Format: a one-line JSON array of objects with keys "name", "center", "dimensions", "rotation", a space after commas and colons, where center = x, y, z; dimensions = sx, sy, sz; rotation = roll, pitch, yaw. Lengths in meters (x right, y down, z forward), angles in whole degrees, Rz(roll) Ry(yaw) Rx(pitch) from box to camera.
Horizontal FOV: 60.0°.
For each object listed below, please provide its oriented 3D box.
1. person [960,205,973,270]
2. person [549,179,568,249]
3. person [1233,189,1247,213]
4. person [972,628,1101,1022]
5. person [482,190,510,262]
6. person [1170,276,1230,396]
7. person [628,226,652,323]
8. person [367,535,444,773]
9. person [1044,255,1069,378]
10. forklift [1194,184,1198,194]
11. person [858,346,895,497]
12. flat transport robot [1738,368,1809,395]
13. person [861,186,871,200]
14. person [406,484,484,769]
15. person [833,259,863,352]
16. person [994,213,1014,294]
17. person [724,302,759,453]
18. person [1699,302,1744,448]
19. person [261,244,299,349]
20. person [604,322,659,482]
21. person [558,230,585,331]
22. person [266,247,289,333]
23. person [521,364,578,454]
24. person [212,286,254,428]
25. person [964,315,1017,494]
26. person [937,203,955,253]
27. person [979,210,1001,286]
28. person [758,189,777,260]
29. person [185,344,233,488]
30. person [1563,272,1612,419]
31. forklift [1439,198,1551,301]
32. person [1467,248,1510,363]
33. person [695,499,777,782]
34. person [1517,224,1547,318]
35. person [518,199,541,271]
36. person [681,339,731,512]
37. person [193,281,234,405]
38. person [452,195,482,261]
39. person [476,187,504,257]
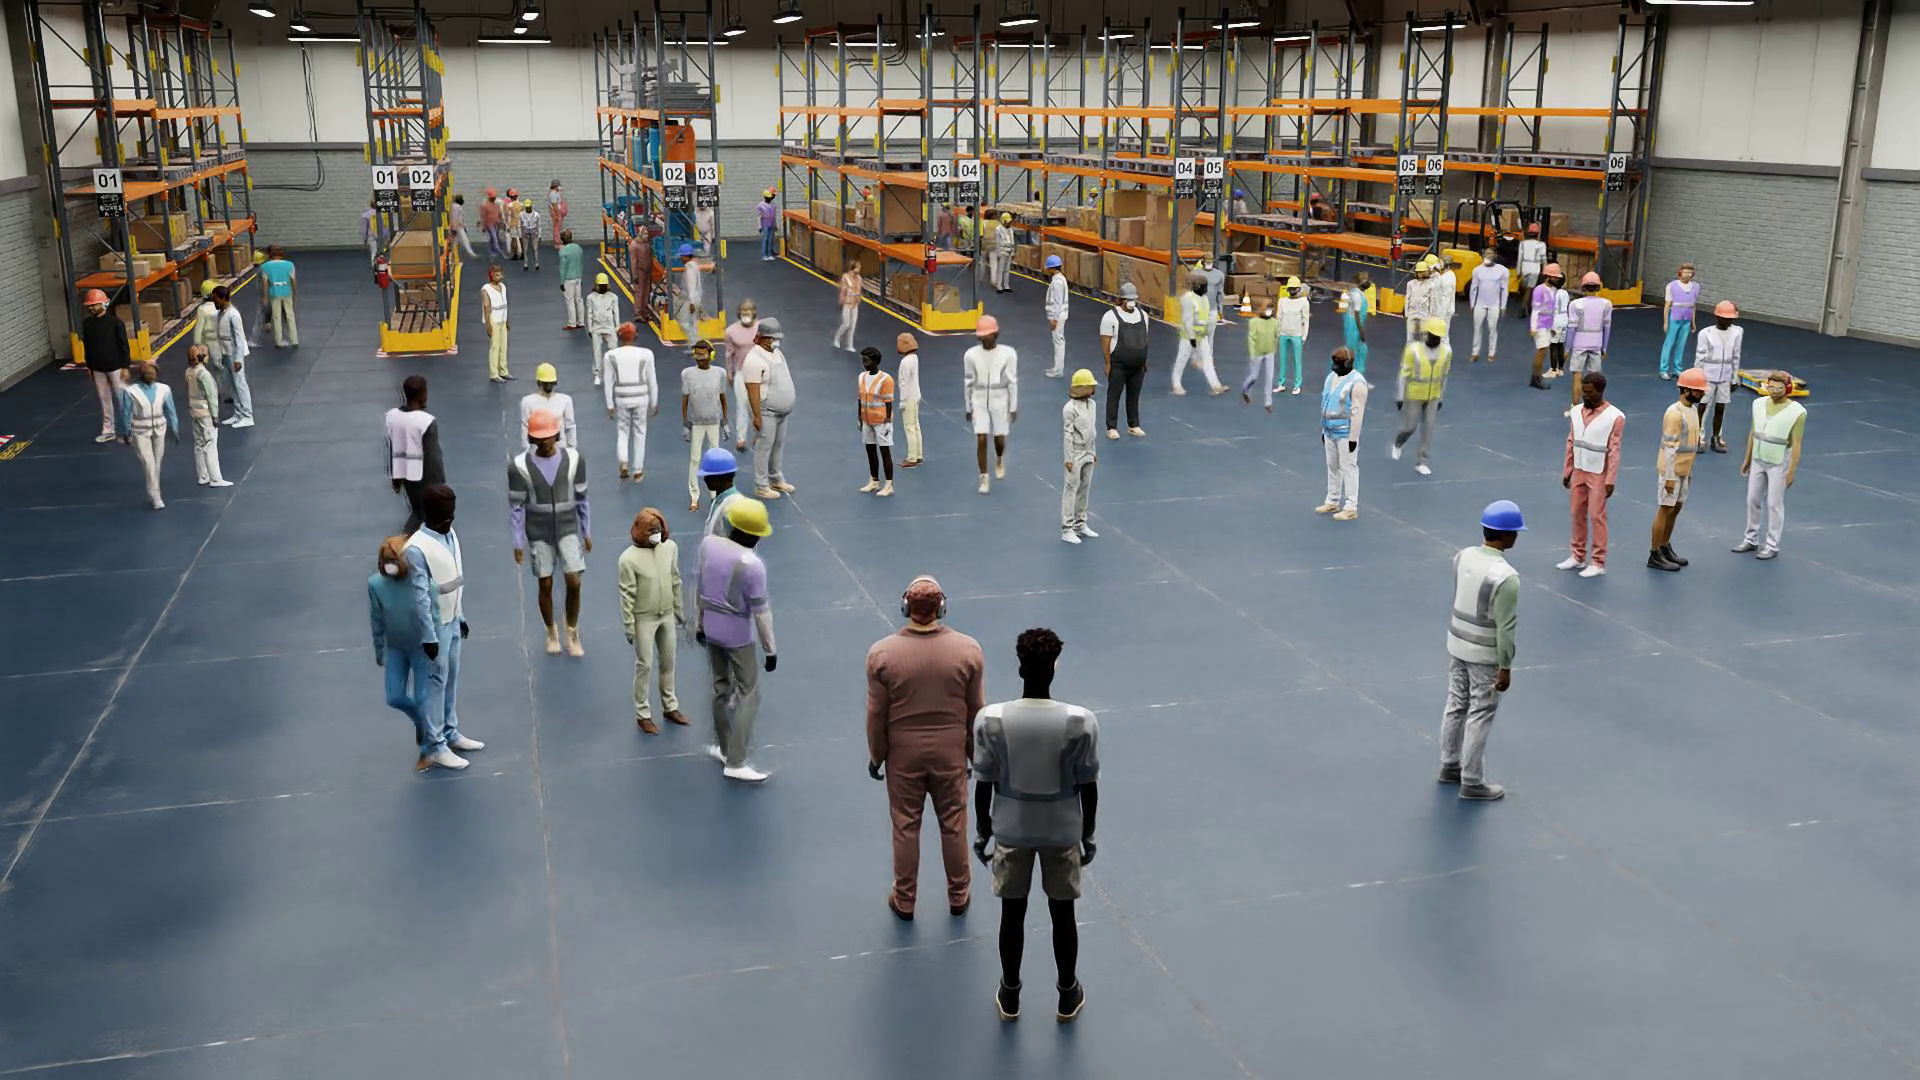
[{"name": "person", "center": [0.235, -7.881, 43.310], "dimensions": [0.537, 1.670, 0.777], "rotation": [-4, 15, -14]}, {"name": "person", "center": [-11.919, -9.687, 49.390], "dimensions": [0.538, 2.000, 0.690], "rotation": [-4, 15, -14]}, {"name": "person", "center": [7.626, -8.653, 45.689], "dimensions": [0.507, 1.936, 0.638], "rotation": [-4, 15, -14]}, {"name": "person", "center": [0.363, 1.367, 7.933], "dimensions": [0.607, 1.966, 0.373], "rotation": [2, 15, 6]}, {"name": "person", "center": [-12.634, -8.534, 45.237], "dimensions": [0.983, 1.934, 0.638], "rotation": [7, 16, 24]}, {"name": "person", "center": [3.564, -3.027, 24.808], "dimensions": [0.960, 1.792, 0.646], "rotation": [14, 20, 42]}, {"name": "person", "center": [-6.313, -5.279, 33.095], "dimensions": [0.401, 1.893, 0.652], "rotation": [5, 16, 19]}, {"name": "person", "center": [-3.630, 0.723, 11.032], "dimensions": [0.511, 1.617, 0.454], "rotation": [2, 15, 6]}, {"name": "person", "center": [1.533, -3.567, 26.559], "dimensions": [0.402, 1.938, 0.602], "rotation": [2, 15, 7]}, {"name": "forklift", "center": [7.392, -11.333, 53.972], "dimensions": [1.873, 2.768, 1.129], "rotation": [-4, 15, -15]}, {"name": "person", "center": [-0.946, -1.332, 18.631], "dimensions": [0.540, 1.686, 0.319], "rotation": [13, 20, 41]}, {"name": "flat transport robot", "center": [12.381, -2.431, 25.475], "dimensions": [0.652, 0.197, 1.431], "rotation": [1, 15, 4]}, {"name": "person", "center": [-2.714, -9.538, 49.191], "dimensions": [0.510, 1.859, 0.332], "rotation": [10, 18, 33]}, {"name": "person", "center": [-3.467, 0.558, 11.085], "dimensions": [0.391, 1.913, 0.587], "rotation": [1, 15, 4]}, {"name": "person", "center": [-1.955, -4.112, 29.208], "dimensions": [0.439, 1.613, 0.581], "rotation": [12, 19, 37]}, {"name": "person", "center": [1.036, -6.532, 37.913], "dimensions": [0.403, 1.835, 0.588], "rotation": [12, 19, 38]}, {"name": "person", "center": [-2.647, -2.057, 20.969], "dimensions": [0.635, 1.879, 1.012], "rotation": [-1, 15, -5]}, {"name": "person", "center": [9.683, -2.101, 21.170], "dimensions": [0.528, 1.869, 0.313], "rotation": [-1, 15, -5]}, {"name": "person", "center": [-12.064, -4.314, 29.542], "dimensions": [0.574, 1.843, 0.374], "rotation": [-9, 17, -30]}, {"name": "person", "center": [-3.795, -1.601, 19.291], "dimensions": [0.580, 1.869, 0.406], "rotation": [-1, 15, -3]}, {"name": "person", "center": [-7.444, -4.963, 31.837], "dimensions": [0.377, 1.929, 0.633], "rotation": [7, 17, 25]}, {"name": "person", "center": [-13.120, -4.815, 31.837], "dimensions": [0.529, 1.638, 0.965], "rotation": [-4, 15, -14]}, {"name": "person", "center": [-4.164, -0.924, 16.947], "dimensions": [0.546, 1.751, 0.449], "rotation": [-7, 16, -25]}, {"name": "person", "center": [-9.855, -2.492, 22.551], "dimensions": [0.379, 1.916, 0.591], "rotation": [-13, 19, -40]}, {"name": "person", "center": [0.355, -1.551, 18.822], "dimensions": [0.633, 2.016, 0.650], "rotation": [2, 15, 8]}, {"name": "person", "center": [-0.362, -8.141, 44.168], "dimensions": [0.527, 1.736, 0.847], "rotation": [-5, 16, -20]}, {"name": "person", "center": [0.670, -6.964, 39.623], "dimensions": [0.652, 1.787, 0.977], "rotation": [-5, 16, -17]}, {"name": "person", "center": [-5.278, -8.682, 45.831], "dimensions": [0.593, 1.923, 0.386], "rotation": [-13, 20, -41]}, {"name": "person", "center": [-8.646, -1.417, 19.038], "dimensions": [0.513, 1.641, 0.309], "rotation": [12, 19, 37]}, {"name": "person", "center": [8.668, -2.686, 23.048], "dimensions": [0.609, 2.040, 0.395], "rotation": [-1, 15, -3]}, {"name": "forklift", "center": [11.913, -6.508, 37.130], "dimensions": [2.313, 2.155, 1.214], "rotation": [-4, 15, -15]}, {"name": "person", "center": [8.900, -3.938, 28.028], "dimensions": [0.651, 1.926, 0.381], "rotation": [10, 18, 33]}, {"name": "person", "center": [-1.485, 0.640, 10.856], "dimensions": [0.724, 1.876, 0.408], "rotation": [11, 19, 36]}, {"name": "person", "center": [11.610, -5.473, 33.847], "dimensions": [1.006, 1.891, 0.559], "rotation": [-14, 20, -42]}, {"name": "person", "center": [-11.110, -7.872, 42.960], "dimensions": [0.592, 1.833, 0.404], "rotation": [-3, 15, -11]}, {"name": "person", "center": [-2.737, -1.241, 17.951], "dimensions": [0.521, 1.864, 0.335], "rotation": [-4, 16, -16]}, {"name": "person", "center": [-10.897, -2.876, 24.240], "dimensions": [0.929, 1.781, 0.610], "rotation": [6, 16, 20]}, {"name": "person", "center": [-13.610, -8.522, 45.466], "dimensions": [0.919, 1.796, 0.640], "rotation": [-4, 15, -15]}, {"name": "person", "center": [-13.161, -8.910, 46.643], "dimensions": [0.747, 1.941, 0.650], "rotation": [6, 16, 22]}]
